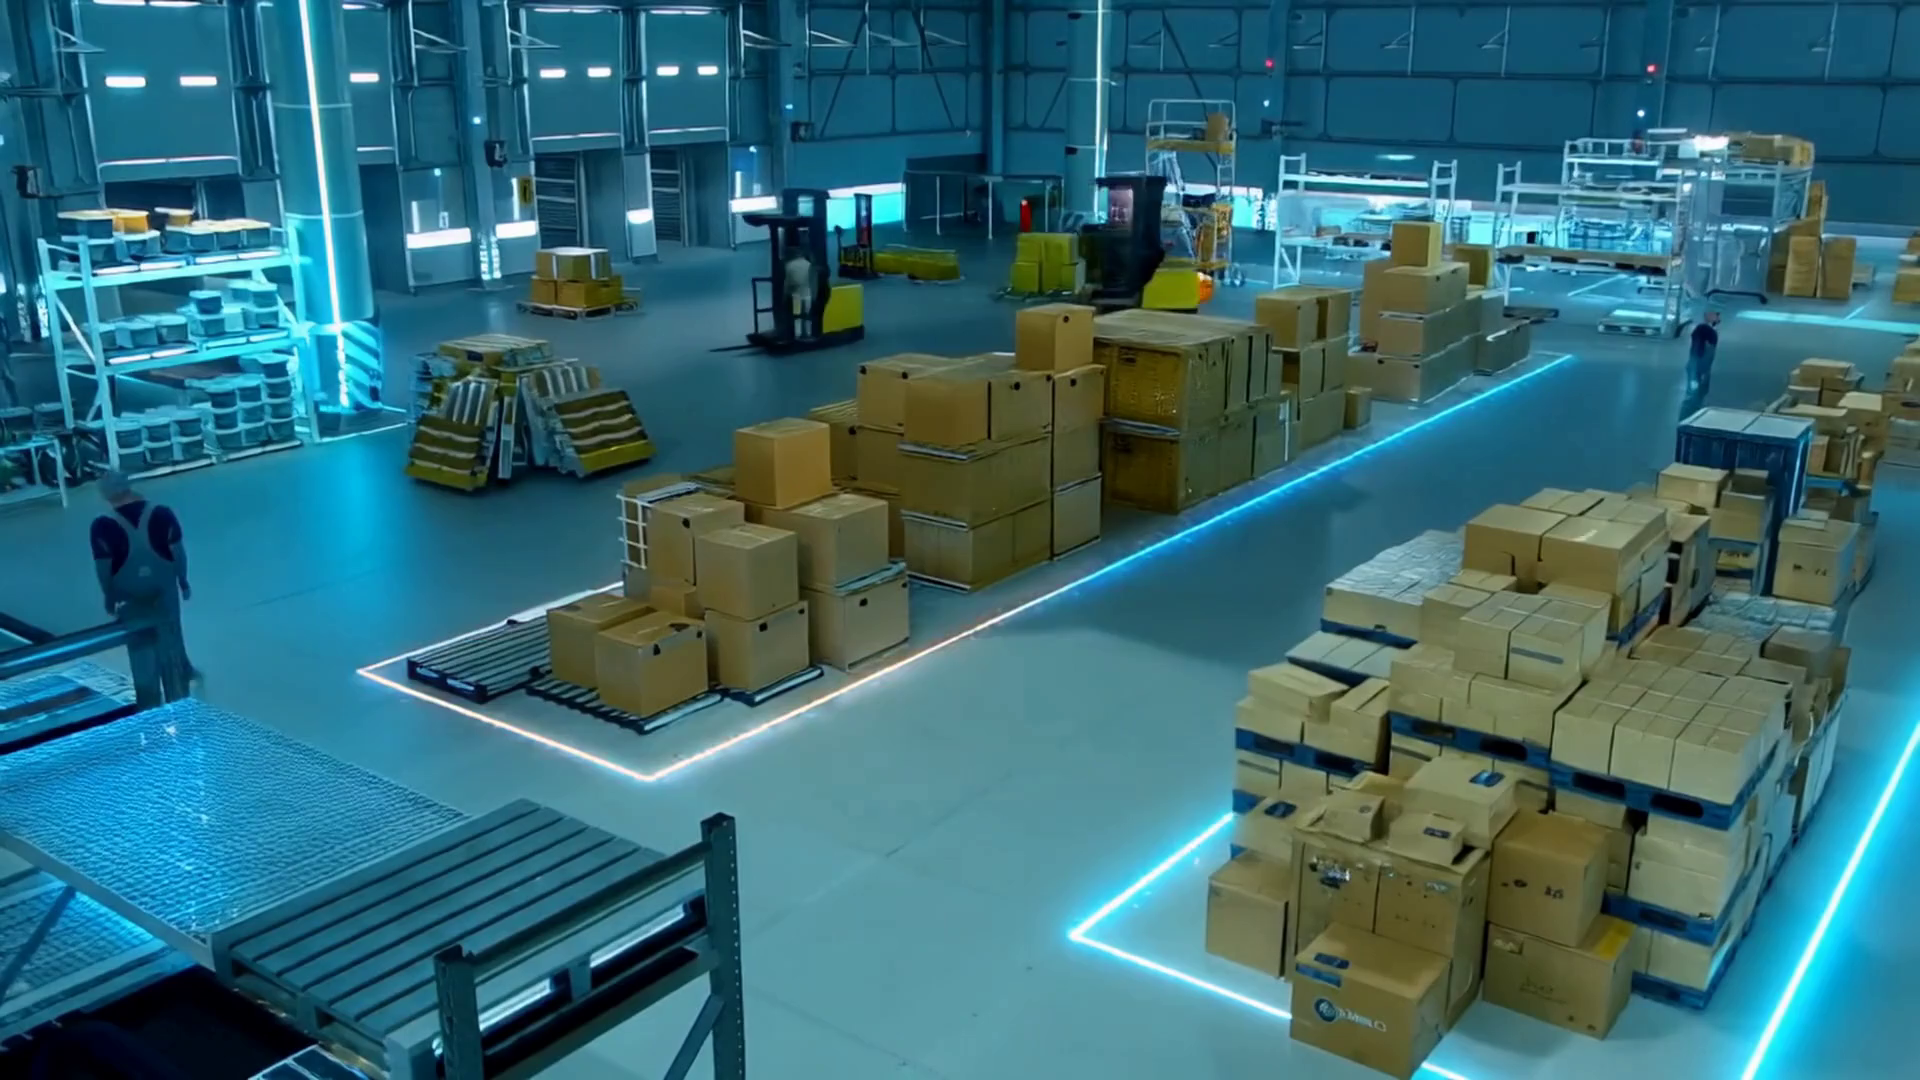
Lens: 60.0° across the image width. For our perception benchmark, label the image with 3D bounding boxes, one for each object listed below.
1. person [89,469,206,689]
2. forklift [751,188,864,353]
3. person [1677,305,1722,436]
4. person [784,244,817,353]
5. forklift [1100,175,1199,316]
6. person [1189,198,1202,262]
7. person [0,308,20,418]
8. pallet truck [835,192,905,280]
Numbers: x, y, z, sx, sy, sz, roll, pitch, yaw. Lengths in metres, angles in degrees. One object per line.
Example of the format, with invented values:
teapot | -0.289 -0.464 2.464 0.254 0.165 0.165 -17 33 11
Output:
person | -6.897 0.329 14.115 0.803 2.000 0.534 -13 21 -36
forklift | -2.759 -4.936 30.119 1.129 2.768 1.873 15 23 41
person | 10.223 -2.286 22.980 0.389 1.931 0.622 13 21 36
person | -2.842 -4.309 29.667 0.636 1.931 0.377 -9 19 -27
forklift | 3.787 -5.754 32.828 1.873 2.768 1.129 3 17 10
person | 5.725 -7.455 40.481 0.320 1.692 0.531 -2 17 -6
person | -14.200 -2.772 24.577 0.386 1.928 0.589 -6 18 -20
pallet truck | -1.936 -7.159 38.982 1.885 1.965 0.823 -12 21 -34
